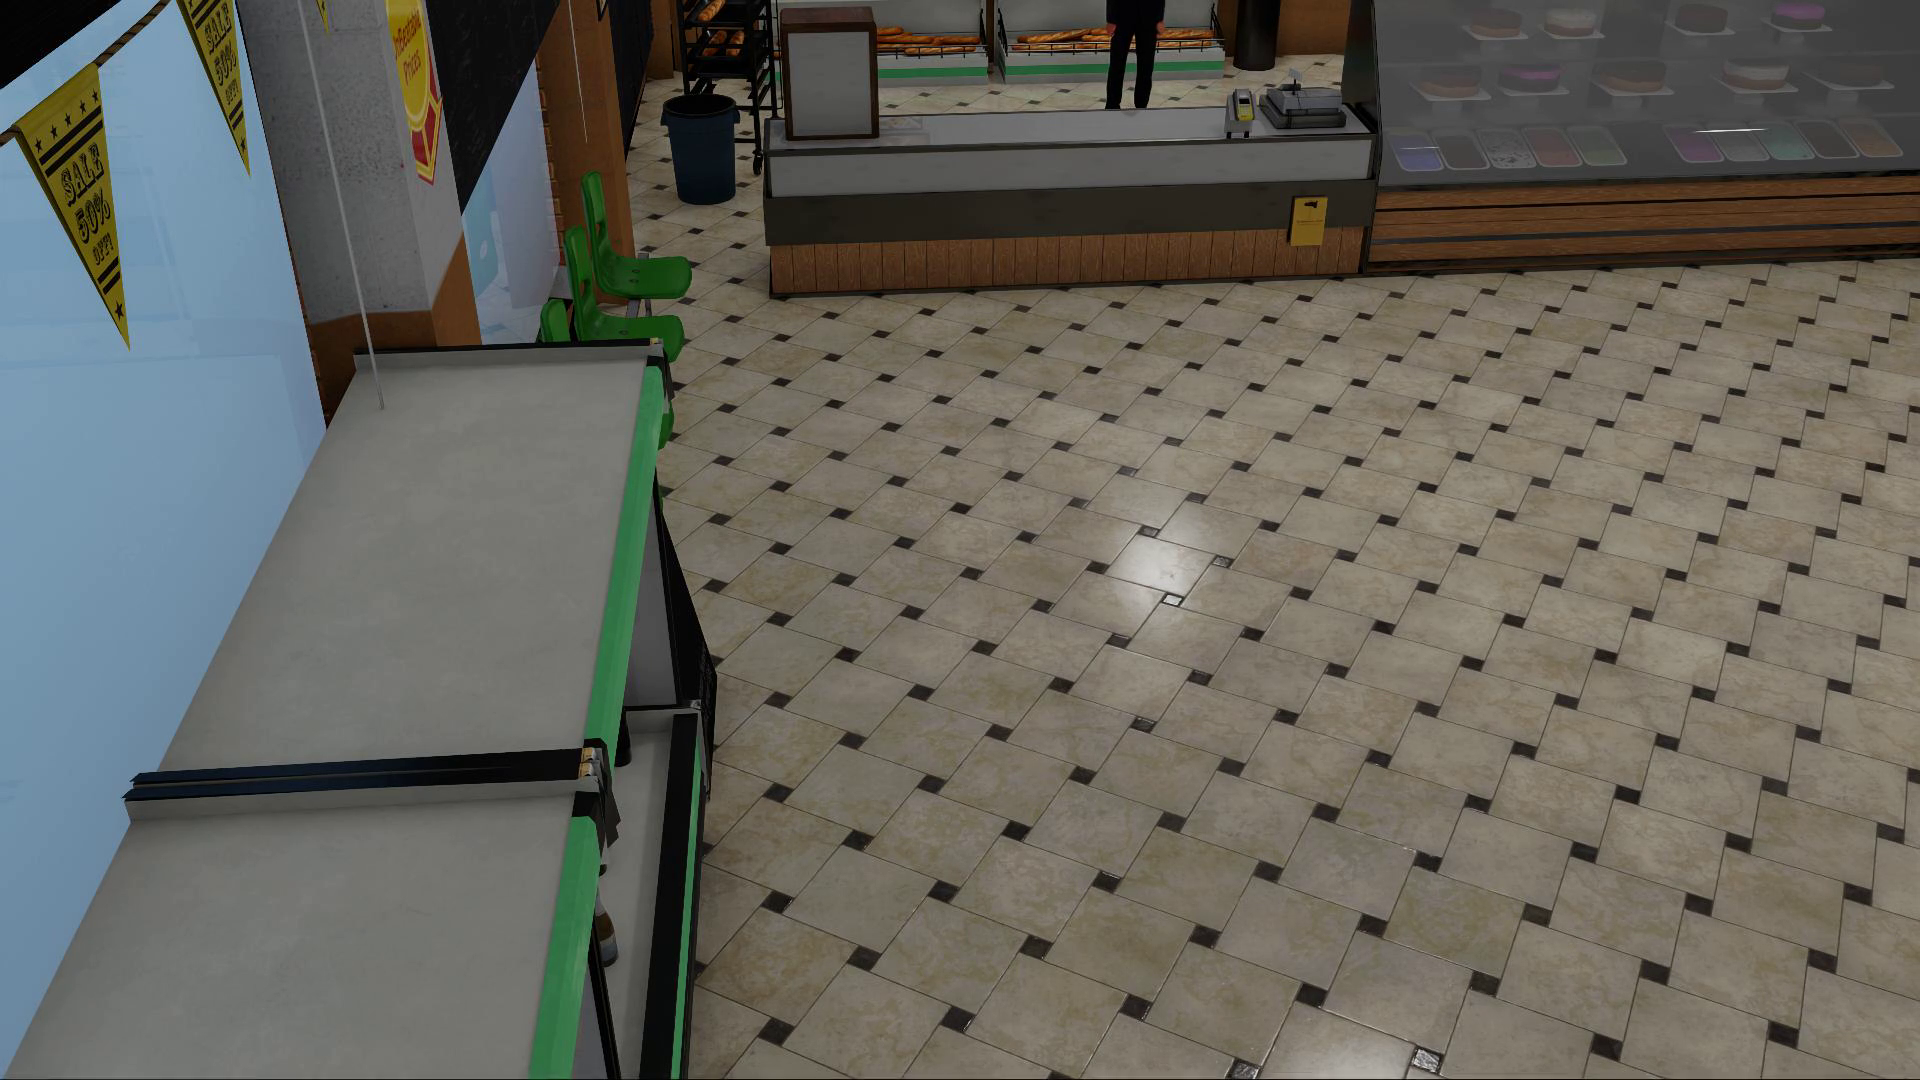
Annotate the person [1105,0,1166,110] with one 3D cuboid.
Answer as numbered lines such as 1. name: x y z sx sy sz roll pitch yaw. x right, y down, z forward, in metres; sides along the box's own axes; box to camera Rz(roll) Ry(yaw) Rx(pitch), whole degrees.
1. person: 1.430 -4.235 13.461 0.625 1.866 0.551 -3 32 -4
